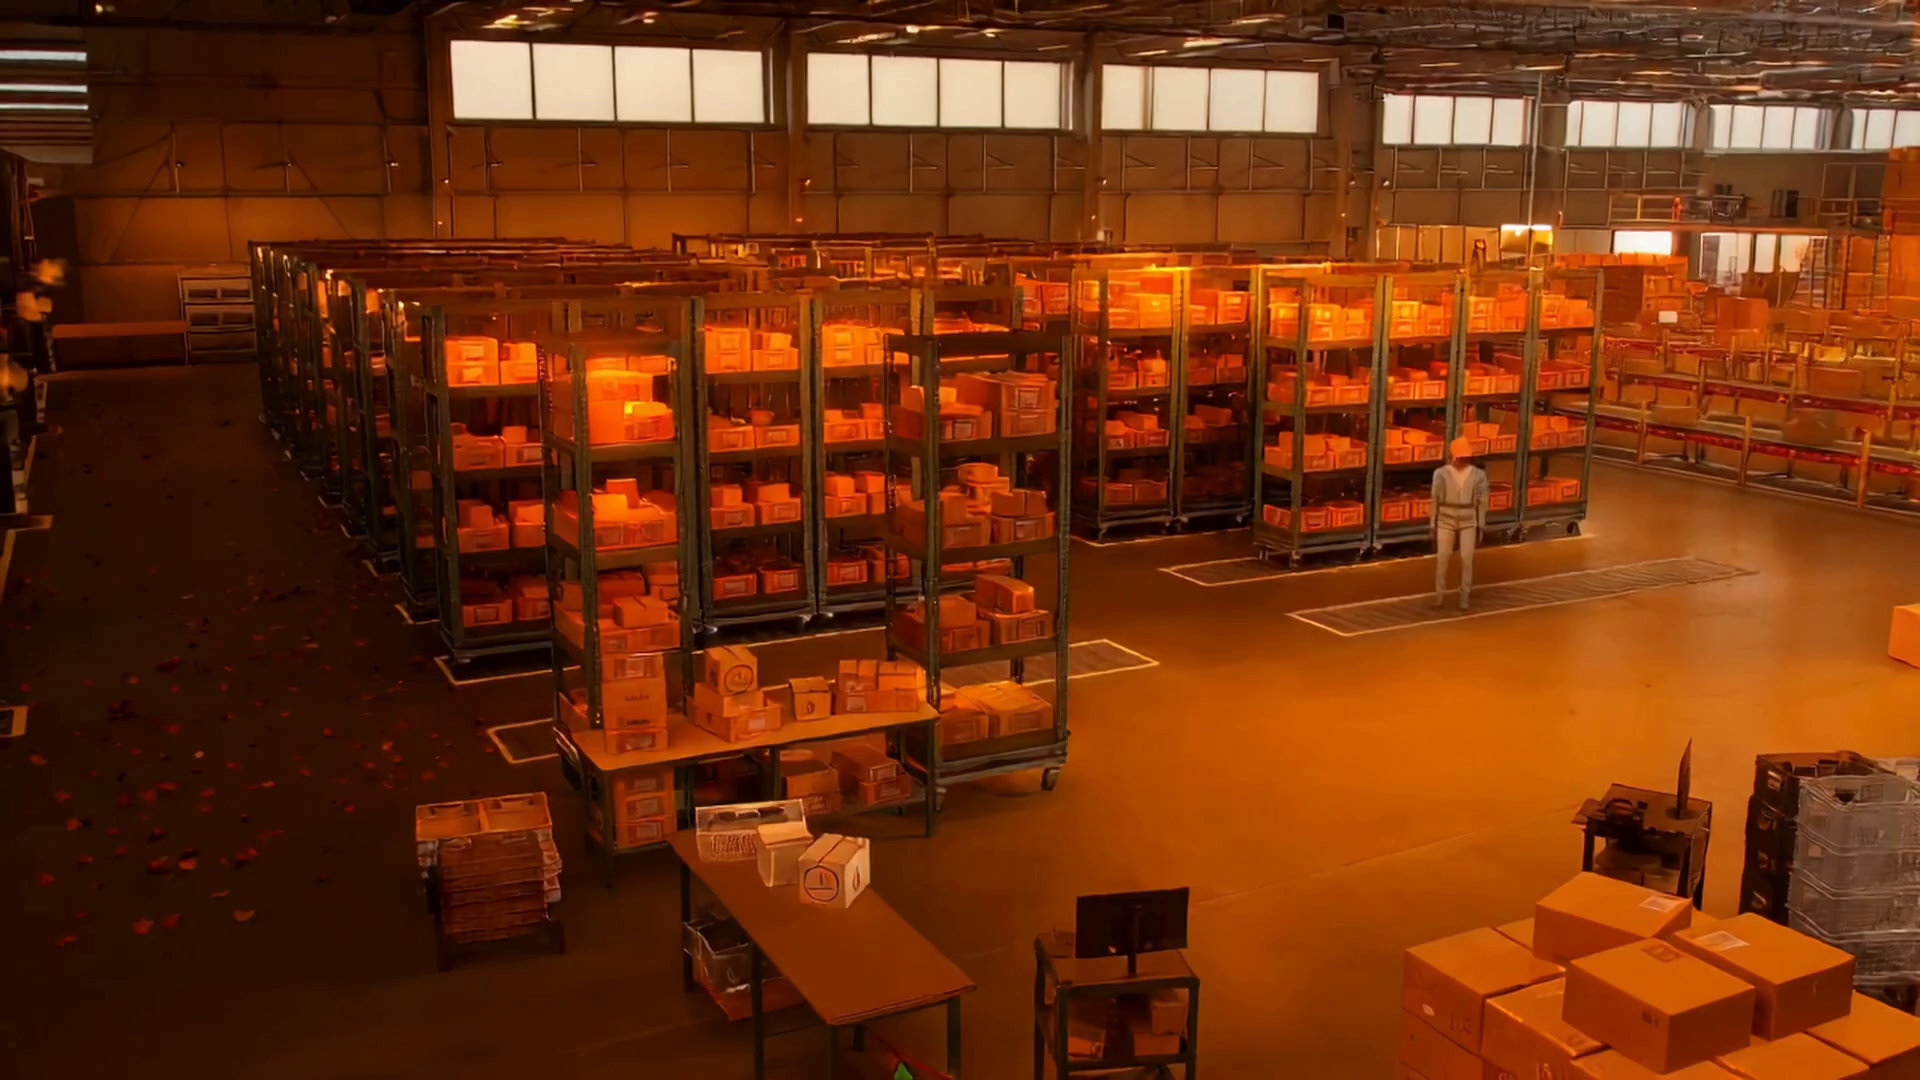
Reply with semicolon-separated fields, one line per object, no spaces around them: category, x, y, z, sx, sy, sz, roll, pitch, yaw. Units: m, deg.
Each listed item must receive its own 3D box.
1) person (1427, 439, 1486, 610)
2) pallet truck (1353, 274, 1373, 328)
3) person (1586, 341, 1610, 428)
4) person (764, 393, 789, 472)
person;5.523;-0.162;18.538;0.622;1.931;0.449;3;12;15
pallet truck;13.011;-8.050;55.243;0.823;1.965;1.885;-7;14;-28
person;12.161;-2.915;31.769;0.533;1.768;0.310;-8;14;-33
person;-3.002;-1.885;26.854;0.579;1.812;0.769;-7;14;-31
